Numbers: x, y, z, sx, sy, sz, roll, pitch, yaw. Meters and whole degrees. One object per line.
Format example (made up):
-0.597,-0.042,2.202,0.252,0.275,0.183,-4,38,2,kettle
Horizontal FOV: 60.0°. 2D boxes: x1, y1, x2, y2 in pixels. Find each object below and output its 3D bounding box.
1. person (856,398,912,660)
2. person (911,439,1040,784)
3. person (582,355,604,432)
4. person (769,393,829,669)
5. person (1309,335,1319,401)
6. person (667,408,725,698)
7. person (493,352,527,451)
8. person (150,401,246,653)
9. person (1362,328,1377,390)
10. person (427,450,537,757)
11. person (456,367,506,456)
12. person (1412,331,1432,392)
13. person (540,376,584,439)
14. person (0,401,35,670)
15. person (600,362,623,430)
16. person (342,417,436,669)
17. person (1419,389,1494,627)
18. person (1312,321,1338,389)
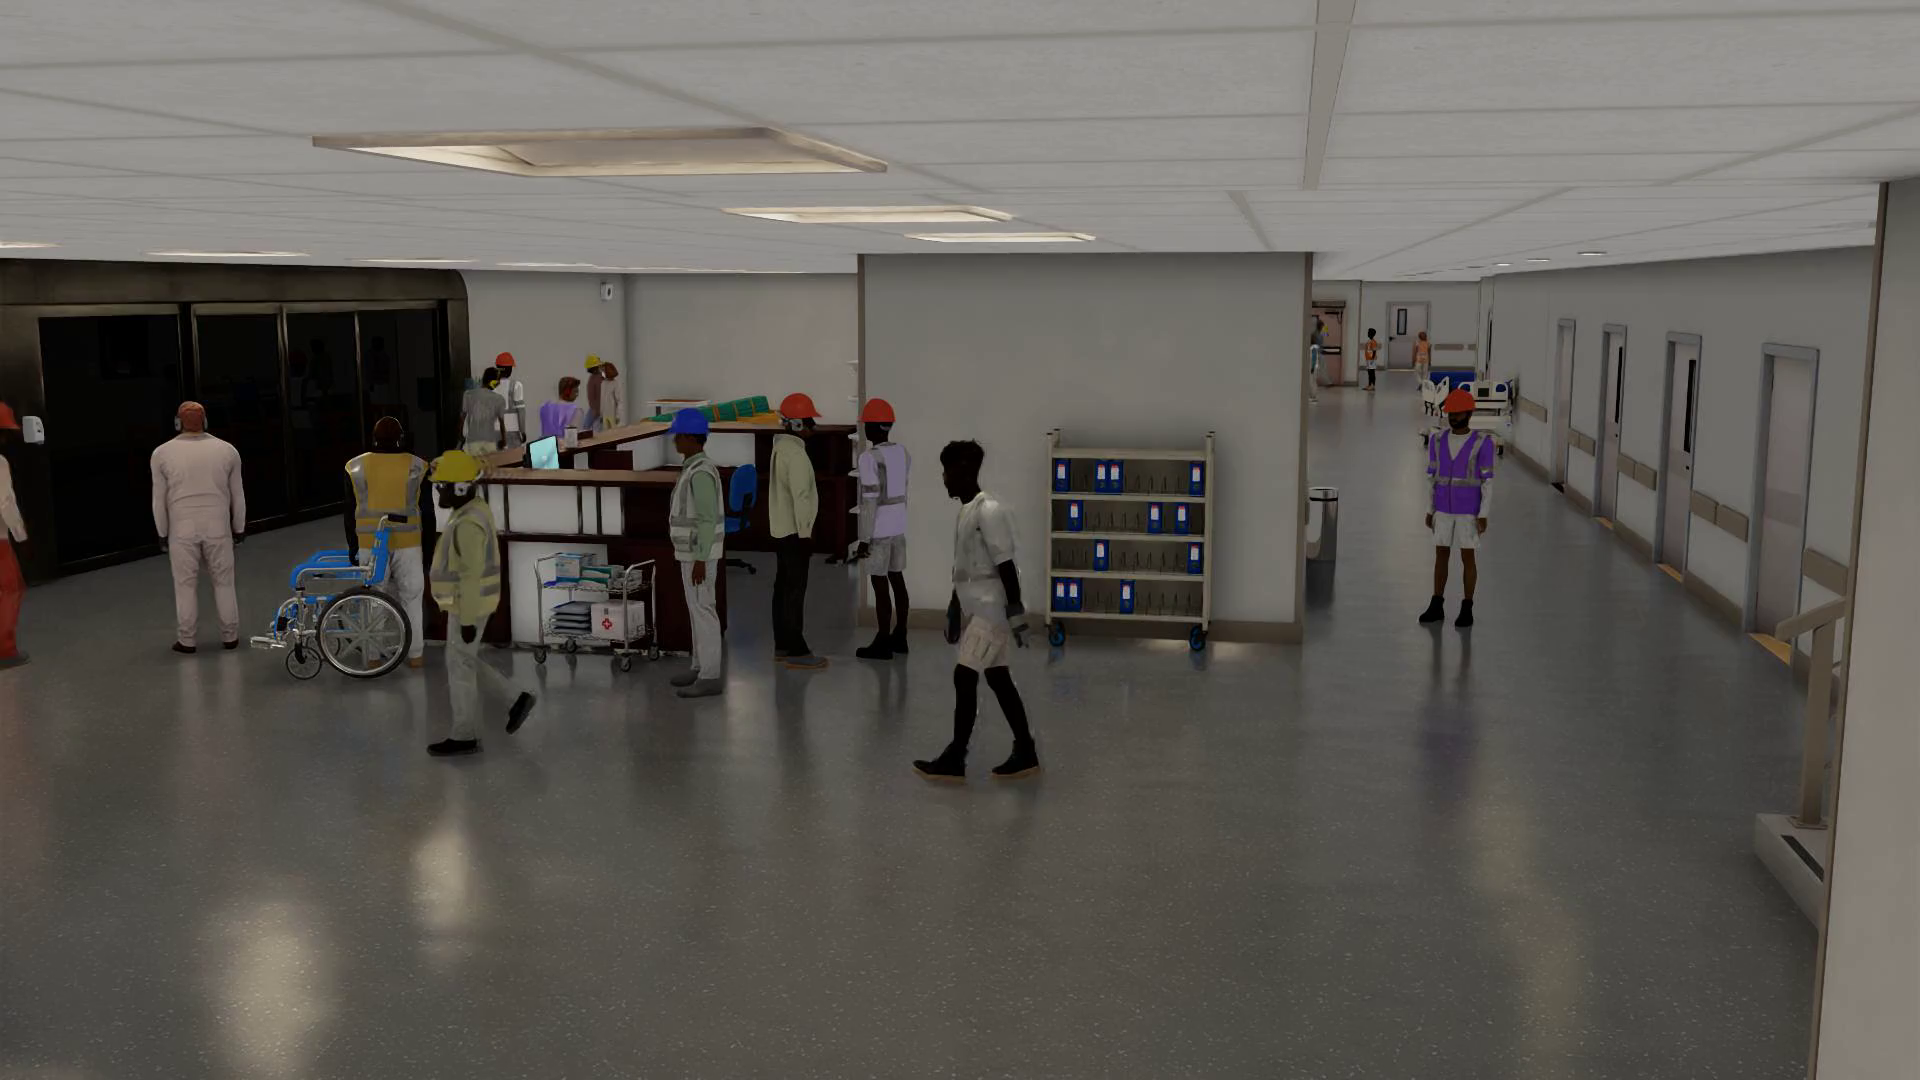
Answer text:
-0.591,-0.081,12.356,0.374,1.939,0.545,6,10,33,person
0.073,0.402,9.255,0.824,1.905,0.693,-1,9,-8,person
-5.732,-2.007,25.807,0.529,1.730,0.565,-5,10,-29,person
-1.191,-0.070,12.091,0.391,1.995,0.613,-3,9,-20,person
8.623,-4.211,40.749,0.309,1.641,0.513,0,9,0,person
-1.779,0.081,11.238,0.378,1.949,0.614,-2,9,-16,person
-5.833,-1.442,21.395,0.551,1.935,0.371,1,9,10,person
-5.768,-0.102,12.626,0.644,1.900,0.399,-5,10,-31,person
11.156,-4.907,45.172,0.318,1.700,0.535,-1,9,-5,person
-2.853,0.367,9.783,0.553,1.816,0.610,-2,9,-14,person
-5.663,-1.132,19.738,0.649,1.830,0.334,-3,9,-22,person
12.345,-4.757,44.409,0.524,1.624,0.446,0,9,-2,person
-4.253,-0.838,17.760,0.600,1.820,0.439,4,9,23,person
-6.951,-0.024,11.932,0.627,1.951,0.482,6,11,36,person
-5.337,-1.893,25.395,0.503,1.633,0.280,8,12,43,person
-4.095,0.031,11.978,0.628,1.837,0.430,-3,9,-16,person
4.048,-0.262,13.557,0.547,1.939,0.376,7,11,40,person
9.867,-5.096,45.824,1.042,1.888,0.648,4,9,22,person
